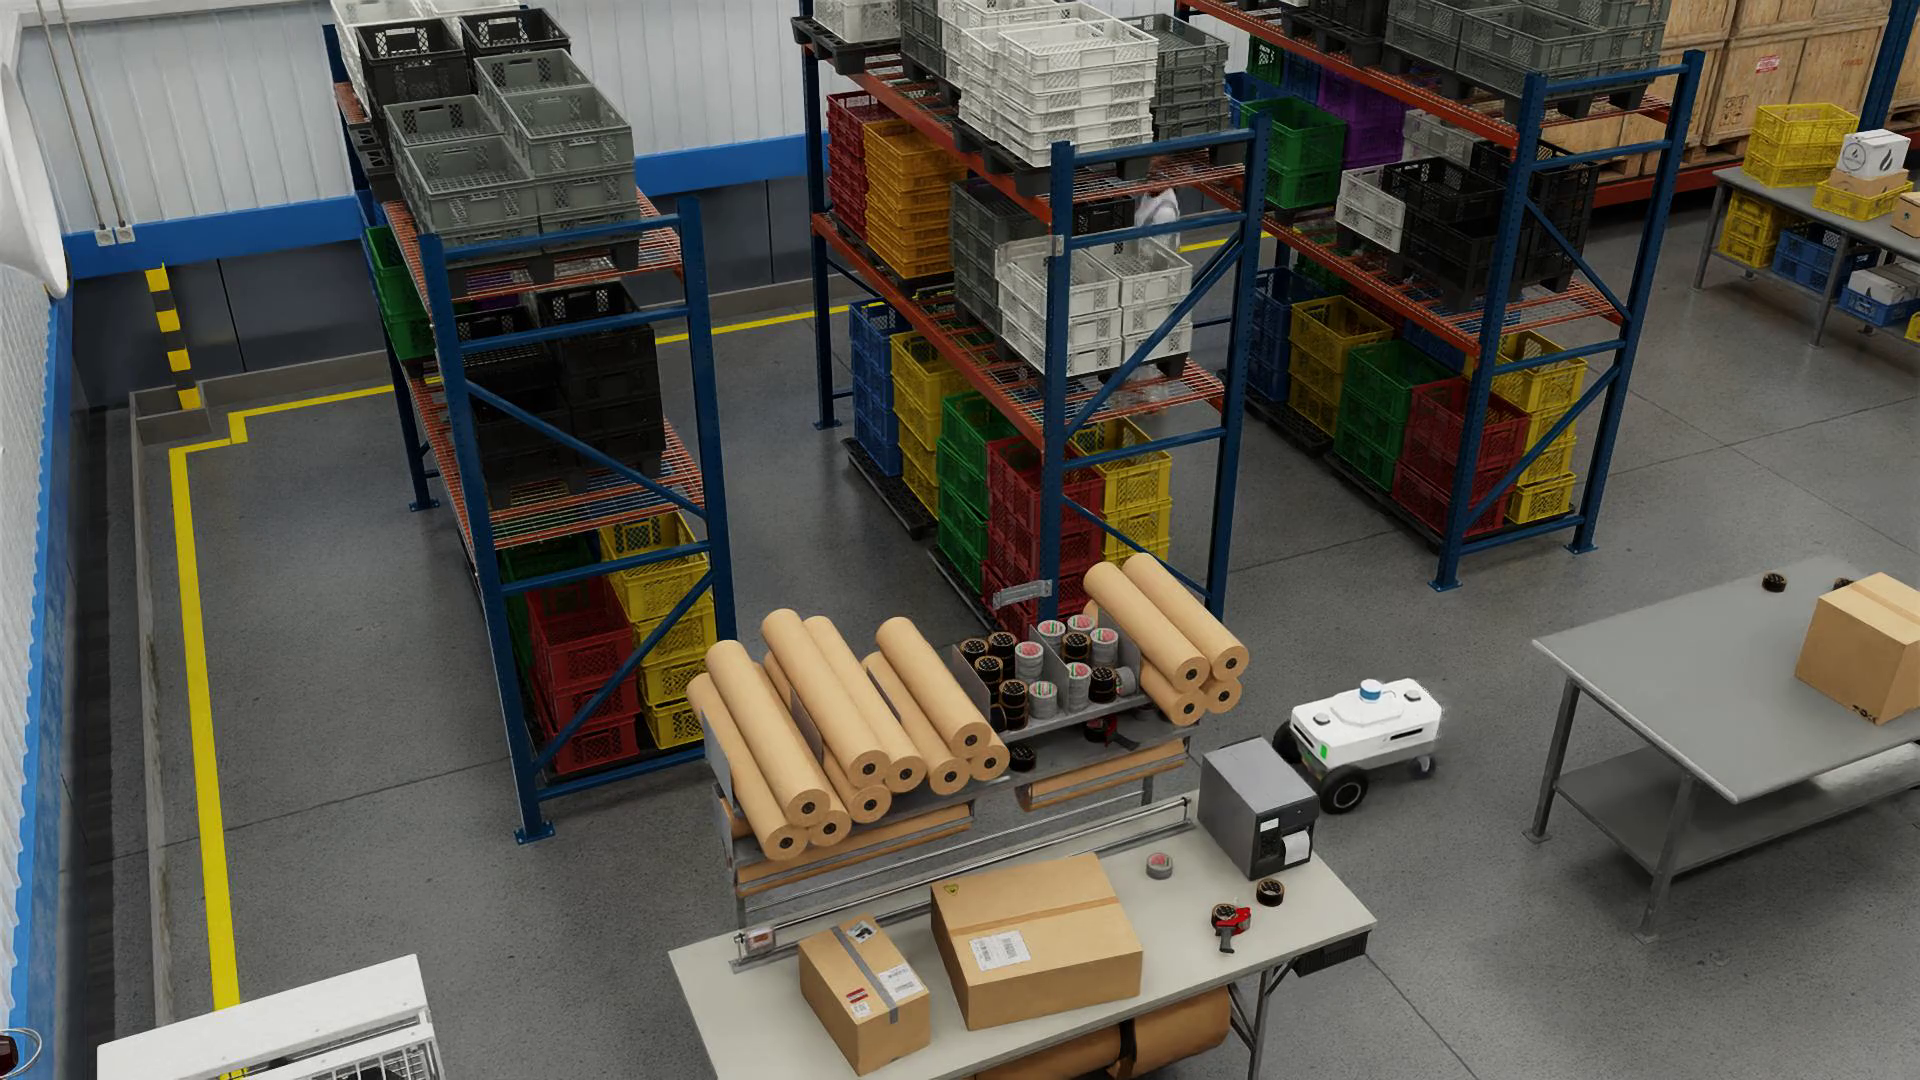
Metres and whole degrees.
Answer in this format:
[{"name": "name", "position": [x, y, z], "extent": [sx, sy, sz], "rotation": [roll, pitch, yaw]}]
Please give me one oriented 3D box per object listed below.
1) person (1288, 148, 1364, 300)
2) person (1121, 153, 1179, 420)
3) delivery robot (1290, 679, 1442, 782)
[{"name": "person", "position": [2.856, -2.563, 12.599], "extent": [0.685, 1.879, 0.876], "rotation": [-18, 36, -27]}, {"name": "person", "position": [1.315, -1.744, 11.273], "extent": [0.366, 1.863, 0.641], "rotation": [2, 32, 3]}, {"name": "delivery robot", "position": [1.980, 0.902, 8.124], "extent": [0.707, 0.478, 0.477], "rotation": [-12, 33, -18]}]
